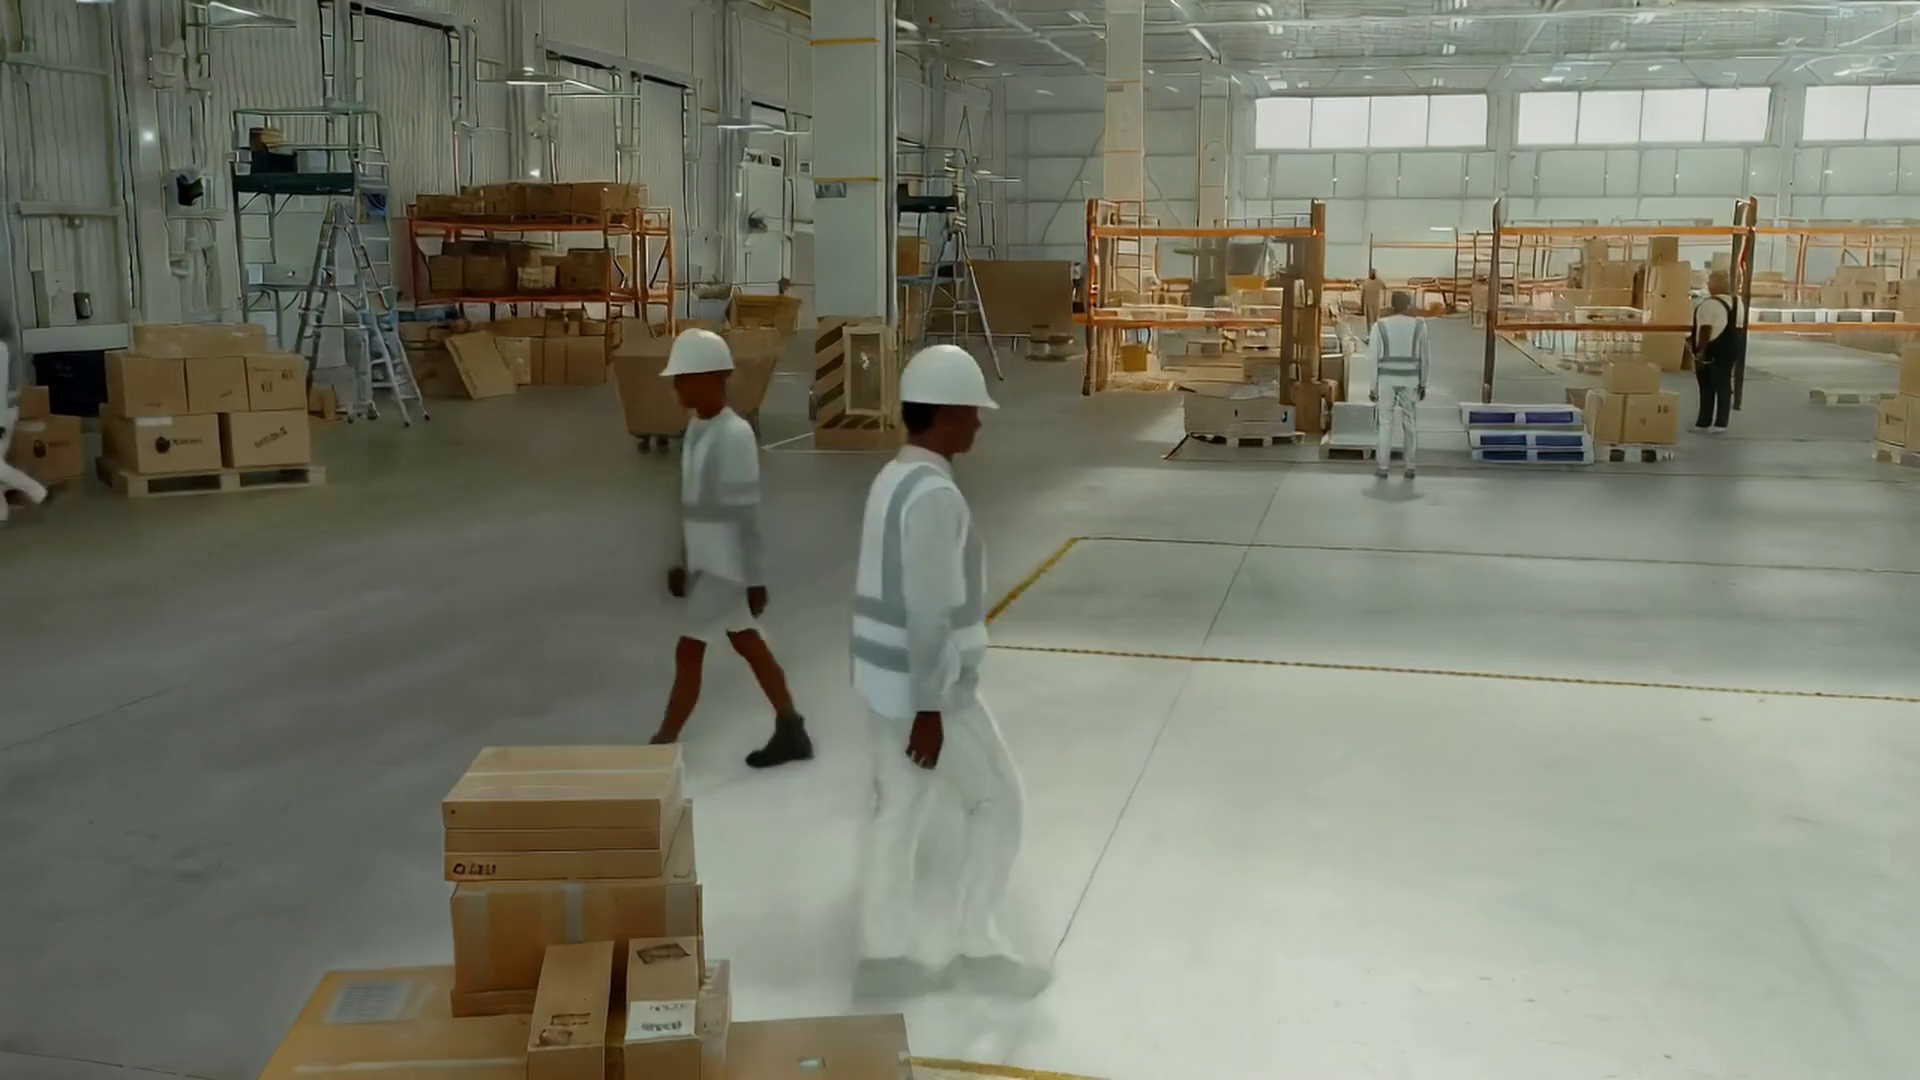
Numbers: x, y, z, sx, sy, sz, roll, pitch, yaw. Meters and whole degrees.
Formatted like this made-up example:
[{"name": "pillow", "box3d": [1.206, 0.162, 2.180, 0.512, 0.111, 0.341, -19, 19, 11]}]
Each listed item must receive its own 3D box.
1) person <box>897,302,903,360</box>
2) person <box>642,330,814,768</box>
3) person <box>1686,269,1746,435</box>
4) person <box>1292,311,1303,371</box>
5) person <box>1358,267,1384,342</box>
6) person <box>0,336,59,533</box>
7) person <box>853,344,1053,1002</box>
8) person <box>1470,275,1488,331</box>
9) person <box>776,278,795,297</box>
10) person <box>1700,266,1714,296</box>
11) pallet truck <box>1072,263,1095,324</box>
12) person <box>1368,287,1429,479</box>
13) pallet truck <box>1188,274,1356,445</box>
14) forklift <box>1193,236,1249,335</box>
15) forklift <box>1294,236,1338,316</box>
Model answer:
[{"name": "person", "box3d": [-1.083, -2.664, 22.920, 0.585, 1.918, 0.380, -4, 10, -23]}, {"name": "person", "box3d": [-1.046, 0.077, 6.895, 1.003, 1.880, 0.572, -4, 10, -23]}, {"name": "person", "box3d": [9.264, -2.313, 20.491, 0.681, 2.000, 0.538, -5, 11, -26]}, {"name": "person", "box3d": [6.607, -4.102, 31.935, 0.335, 1.735, 0.484, 6, 12, 33]}, {"name": "person", "box3d": [10.591, -6.060, 42.884, 0.657, 1.925, 0.453, 0, 10, 3]}, {"name": "person", "box3d": [-7.551, -0.968, 13.082, 0.540, 1.865, 0.598, -9, 13, -44]}, {"name": "person", "box3d": [-0.003, 0.400, 4.842, 0.718, 1.920, 0.652, -3, 10, -15]}, {"name": "person", "box3d": [15.464, -7.056, 49.547, 0.531, 1.662, 0.847, 4, 10, 22]}, {"name": "person", "box3d": [-4.328, -5.692, 41.473, 0.535, 1.670, 0.780, 5, 11, 25]}, {"name": "person", "box3d": [22.803, -7.402, 50.812, 0.362, 1.929, 0.629, 5, 11, 29]}, {"name": "pallet truck", "box3d": [4.325, -8.180, 55.162, 0.823, 1.965, 1.885, 6, 11, 31]}, {"name": "person", "box3d": [4.316, -1.537, 16.390, 0.572, 1.883, 0.355, 2, 10, 9]}, {"name": "pallet truck", "box3d": [3.653, -2.138, 19.590, 1.885, 1.965, 0.823, -4, 10, -20]}, {"name": "forklift", "box3d": [7.154, -7.230, 46.971, 1.873, 2.768, 1.129, -5, 11, -25]}, {"name": "forklift", "box3d": [10.611, -7.959, 51.265, 1.873, 2.768, 1.129, -2, 10, -12]}]
